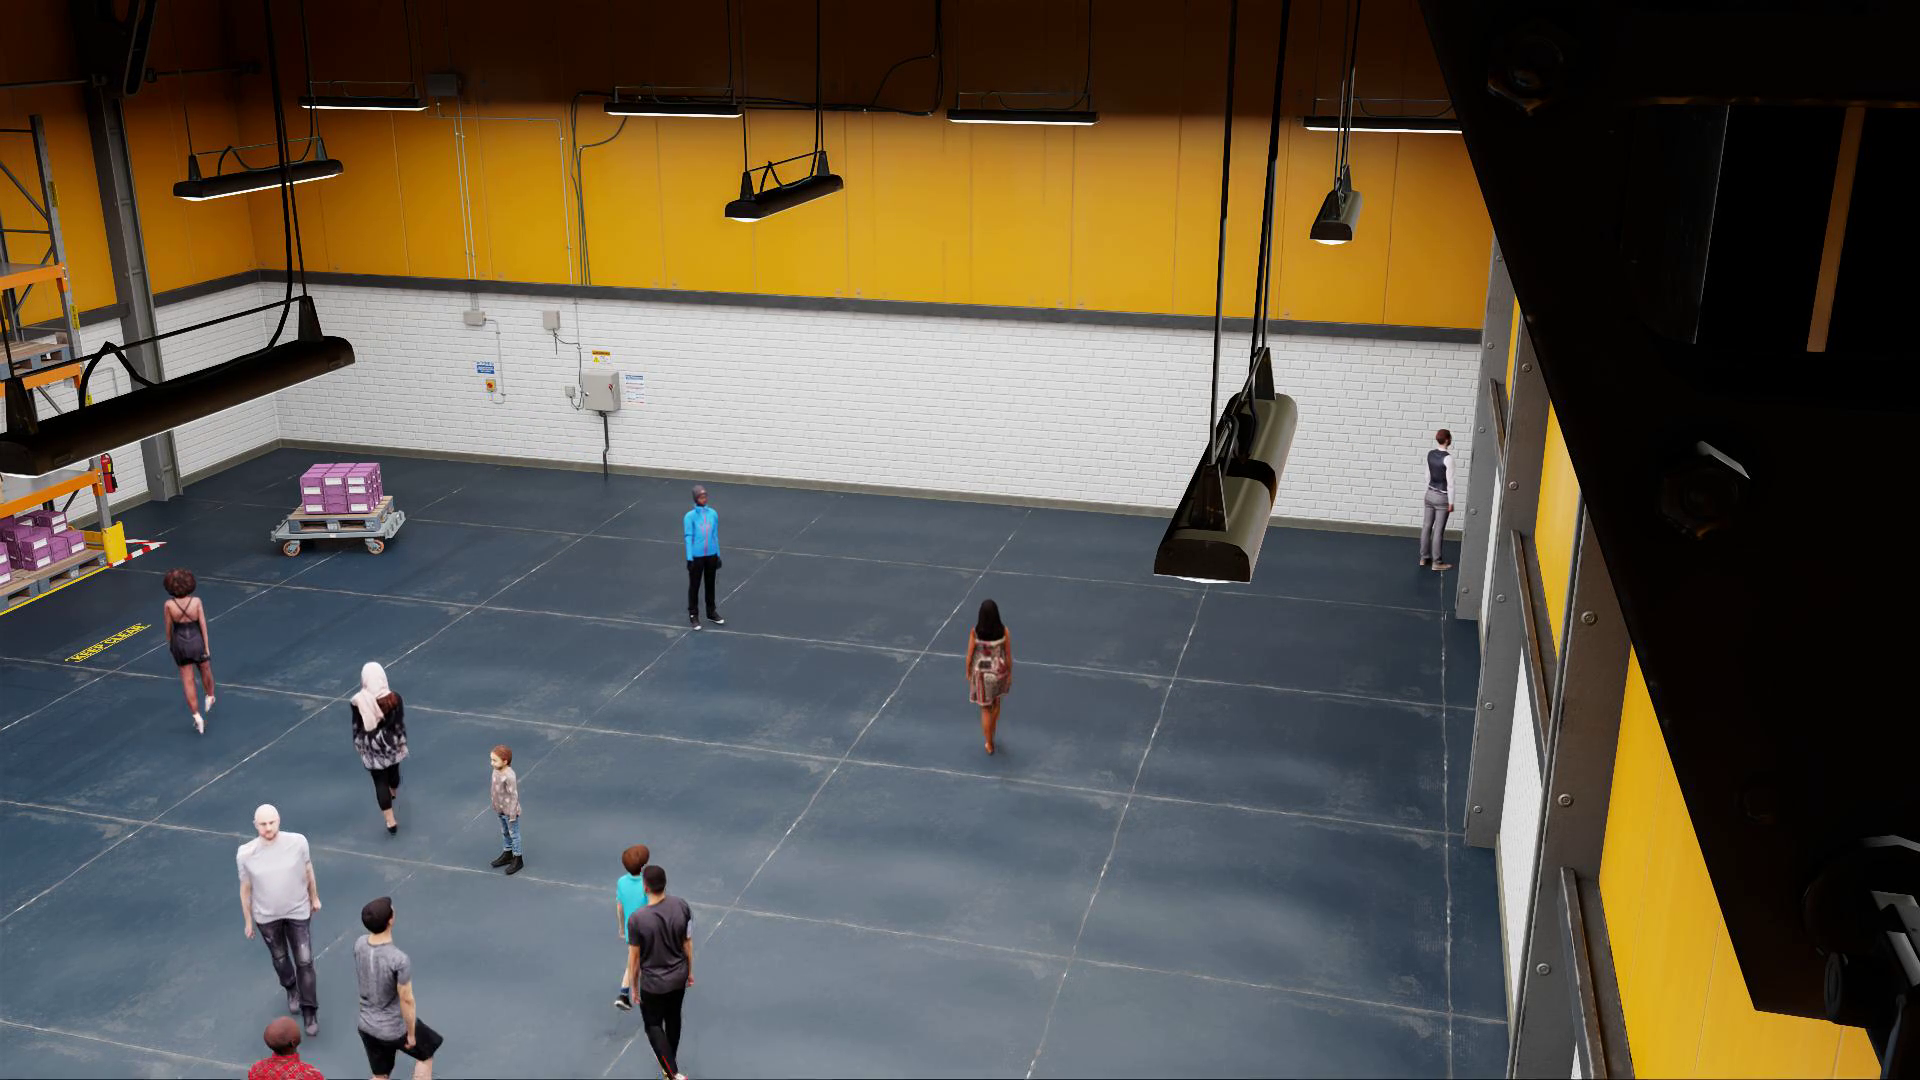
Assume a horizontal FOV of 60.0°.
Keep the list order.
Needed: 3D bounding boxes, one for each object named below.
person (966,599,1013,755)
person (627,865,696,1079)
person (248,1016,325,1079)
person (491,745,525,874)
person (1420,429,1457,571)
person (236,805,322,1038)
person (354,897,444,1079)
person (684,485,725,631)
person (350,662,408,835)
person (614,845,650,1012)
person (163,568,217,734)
[{"bbox_3d":[0.313,1.424,17.088,0.848,1.624,1.026,-2,19,-7],"label":"person"},{"bbox_3d":[-2.074,3.155,11.762,1.042,1.742,1.091,-11,21,-29],"label":"person"},{"bbox_3d":[-4.010,3.708,10.010,0.682,1.813,0.664,5,19,16],"label":"person"},{"bbox_3d":[-4.060,2.387,14.902,0.550,1.194,0.576,16,24,39],"label":"person"},{"bbox_3d":[6.478,-0.572,22.524,0.802,1.937,0.728,-9,21,-25],"label":"person"},{"bbox_3d":[-5.165,2.808,12.699,1.026,1.803,1.162,-6,20,-17],"label":"person"},{"bbox_3d":[-3.914,3.290,11.180,0.720,1.858,0.784,7,20,21],"label":"person"},{"bbox_3d":[-3.180,0.190,20.490,0.672,1.792,0.756,-13,23,-34],"label":"person"},{"bbox_3d":[-5.394,1.971,15.525,1.066,1.585,1.201,-7,20,-21],"label":"person"},{"bbox_3d":[-2.460,3.005,12.687,0.599,1.438,0.736,9,21,25],"label":"person"},{"bbox_3d":[-8.129,1.195,17.559,0.944,1.758,1.037,-9,20,-24],"label":"person"}]
